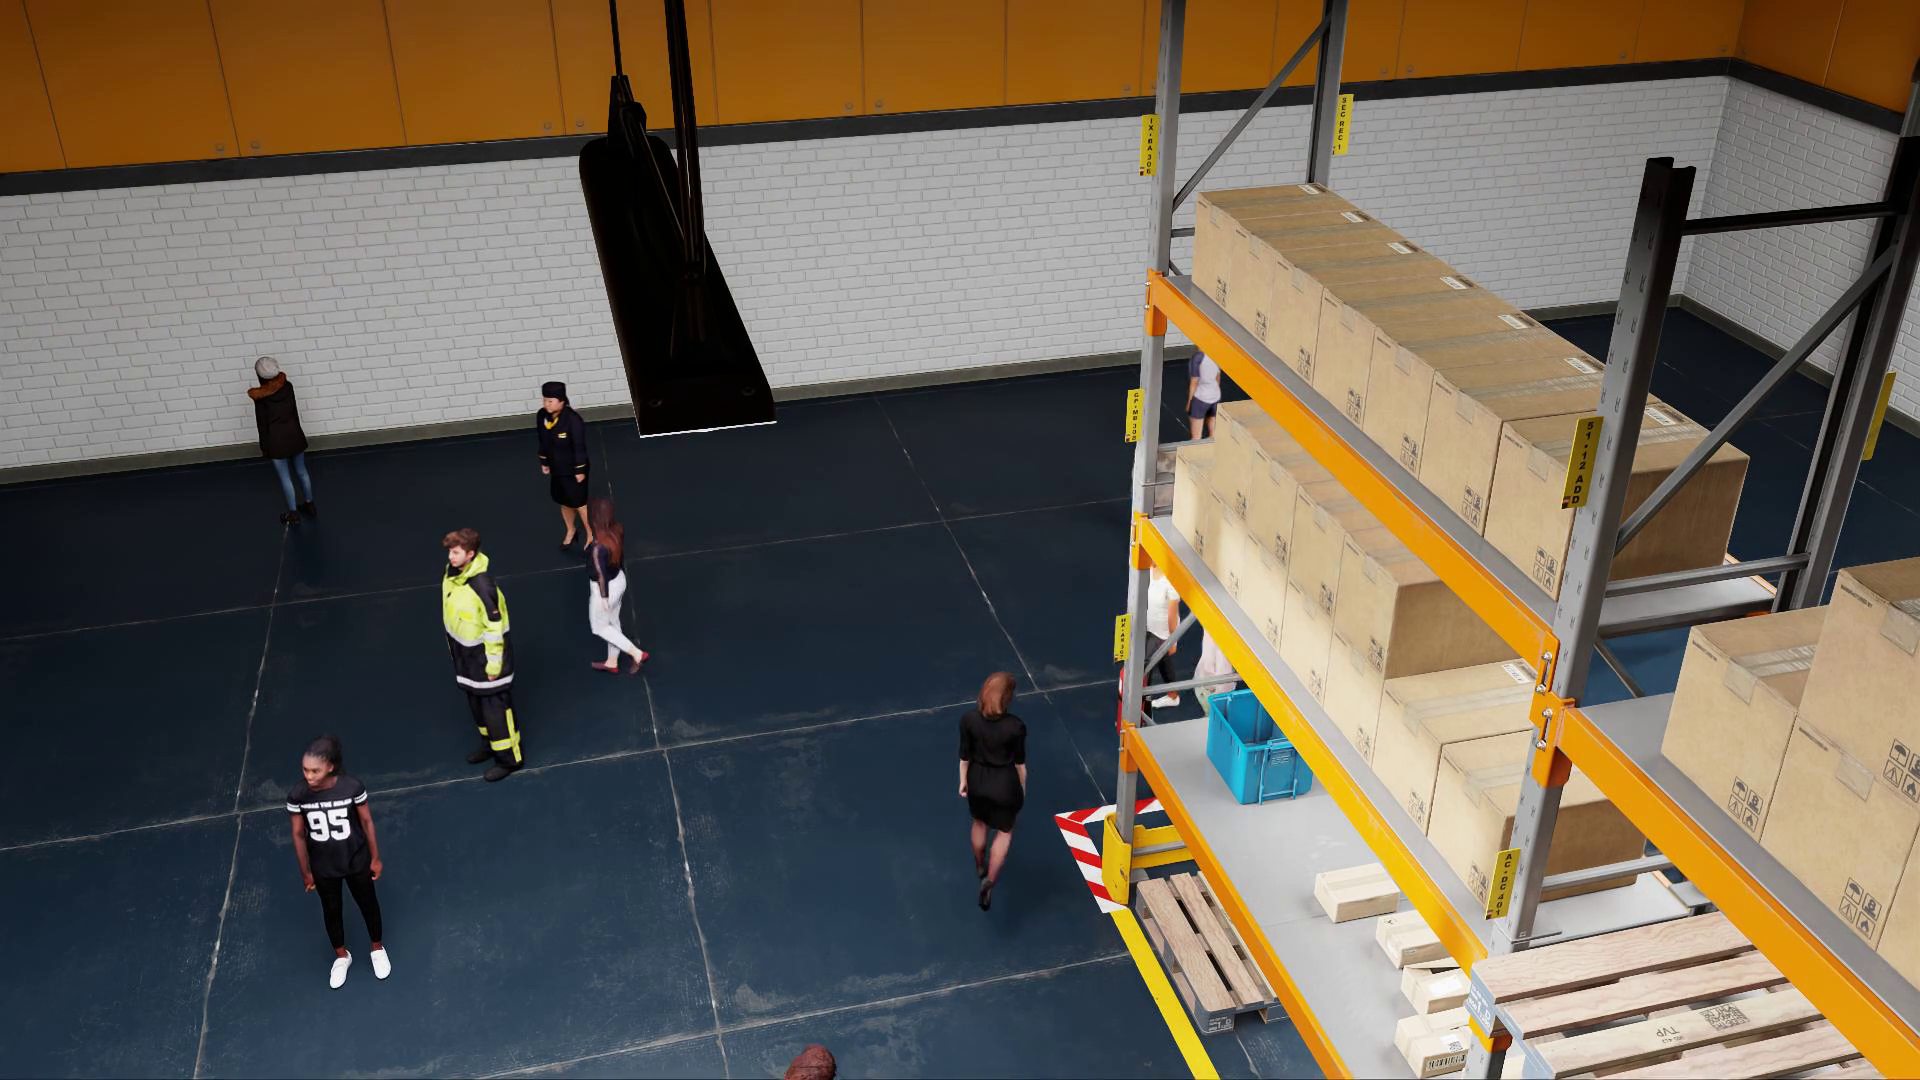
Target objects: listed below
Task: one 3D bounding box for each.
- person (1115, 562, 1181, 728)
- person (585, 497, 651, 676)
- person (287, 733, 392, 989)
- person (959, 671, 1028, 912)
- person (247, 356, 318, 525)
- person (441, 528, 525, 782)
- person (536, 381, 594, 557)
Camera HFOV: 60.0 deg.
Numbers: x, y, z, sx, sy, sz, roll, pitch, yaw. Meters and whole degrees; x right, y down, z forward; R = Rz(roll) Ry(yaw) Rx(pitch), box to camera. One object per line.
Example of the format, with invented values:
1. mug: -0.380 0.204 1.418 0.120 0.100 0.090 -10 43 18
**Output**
1. person: 1.578 0.668 12.511 0.740 1.611 0.844 -10 30 -17
2. person: -2.711 0.392 13.031 0.870 1.597 0.850 8 30 14
3. person: -3.745 1.937 10.060 0.606 1.731 0.531 -8 30 -14
4. person: 0.210 1.643 10.648 0.848 1.683 0.992 6 29 11
5. person: -6.275 -0.945 15.443 0.781 1.634 0.728 18 33 29
6. person: -3.429 0.772 11.935 0.800 1.980 0.930 25 37 38
7. person: -3.499 -0.645 14.857 0.796 1.669 0.856 15 32 25
